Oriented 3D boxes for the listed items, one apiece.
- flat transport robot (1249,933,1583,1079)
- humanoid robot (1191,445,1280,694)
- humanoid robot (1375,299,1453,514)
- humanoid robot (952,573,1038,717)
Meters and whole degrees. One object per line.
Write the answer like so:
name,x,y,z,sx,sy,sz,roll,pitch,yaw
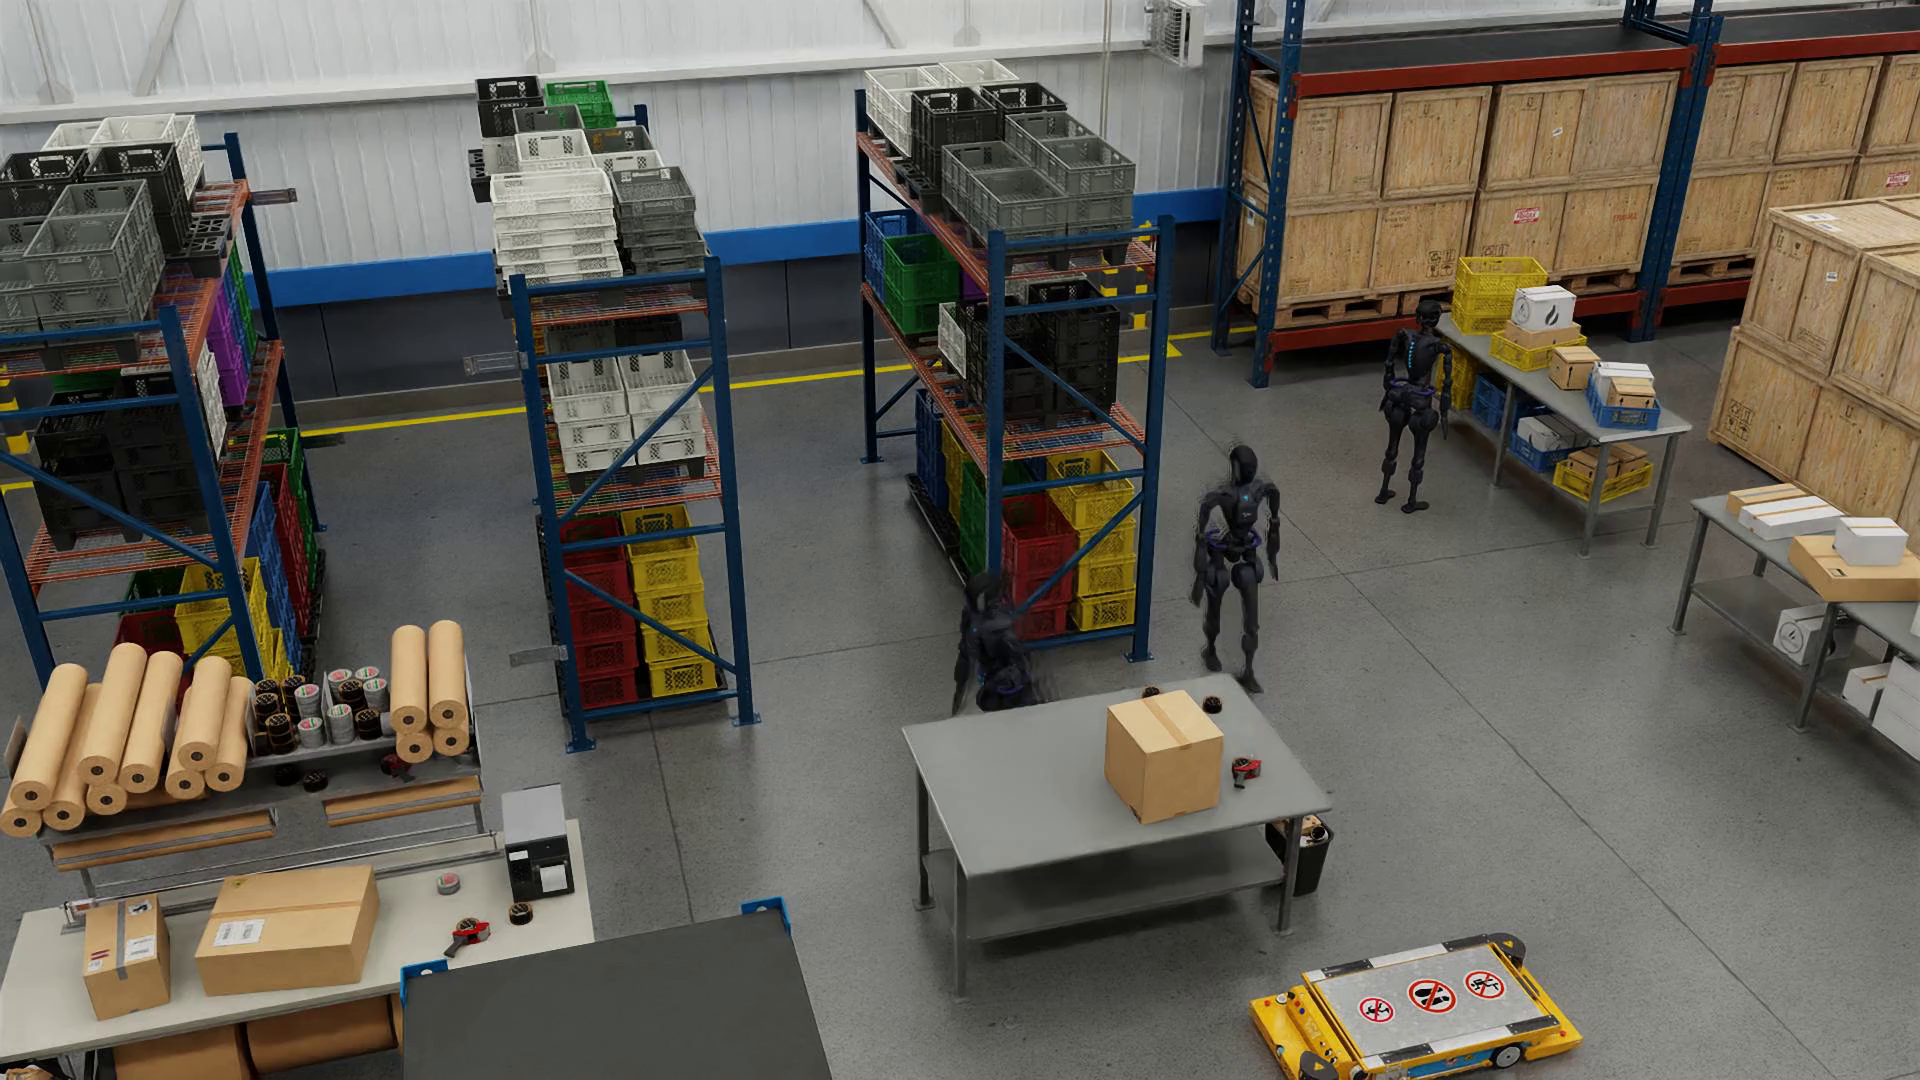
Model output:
flat transport robot,2.184,2.282,7.980,1.431,0.197,0.652,-8,30,-14
humanoid robot,1.739,0.180,10.387,0.629,1.635,0.690,-5,29,-9
humanoid robot,3.424,-1.024,12.547,0.315,1.657,0.609,-25,37,-37
humanoid robot,0.282,0.875,9.166,0.753,1.636,0.634,-15,32,-25
